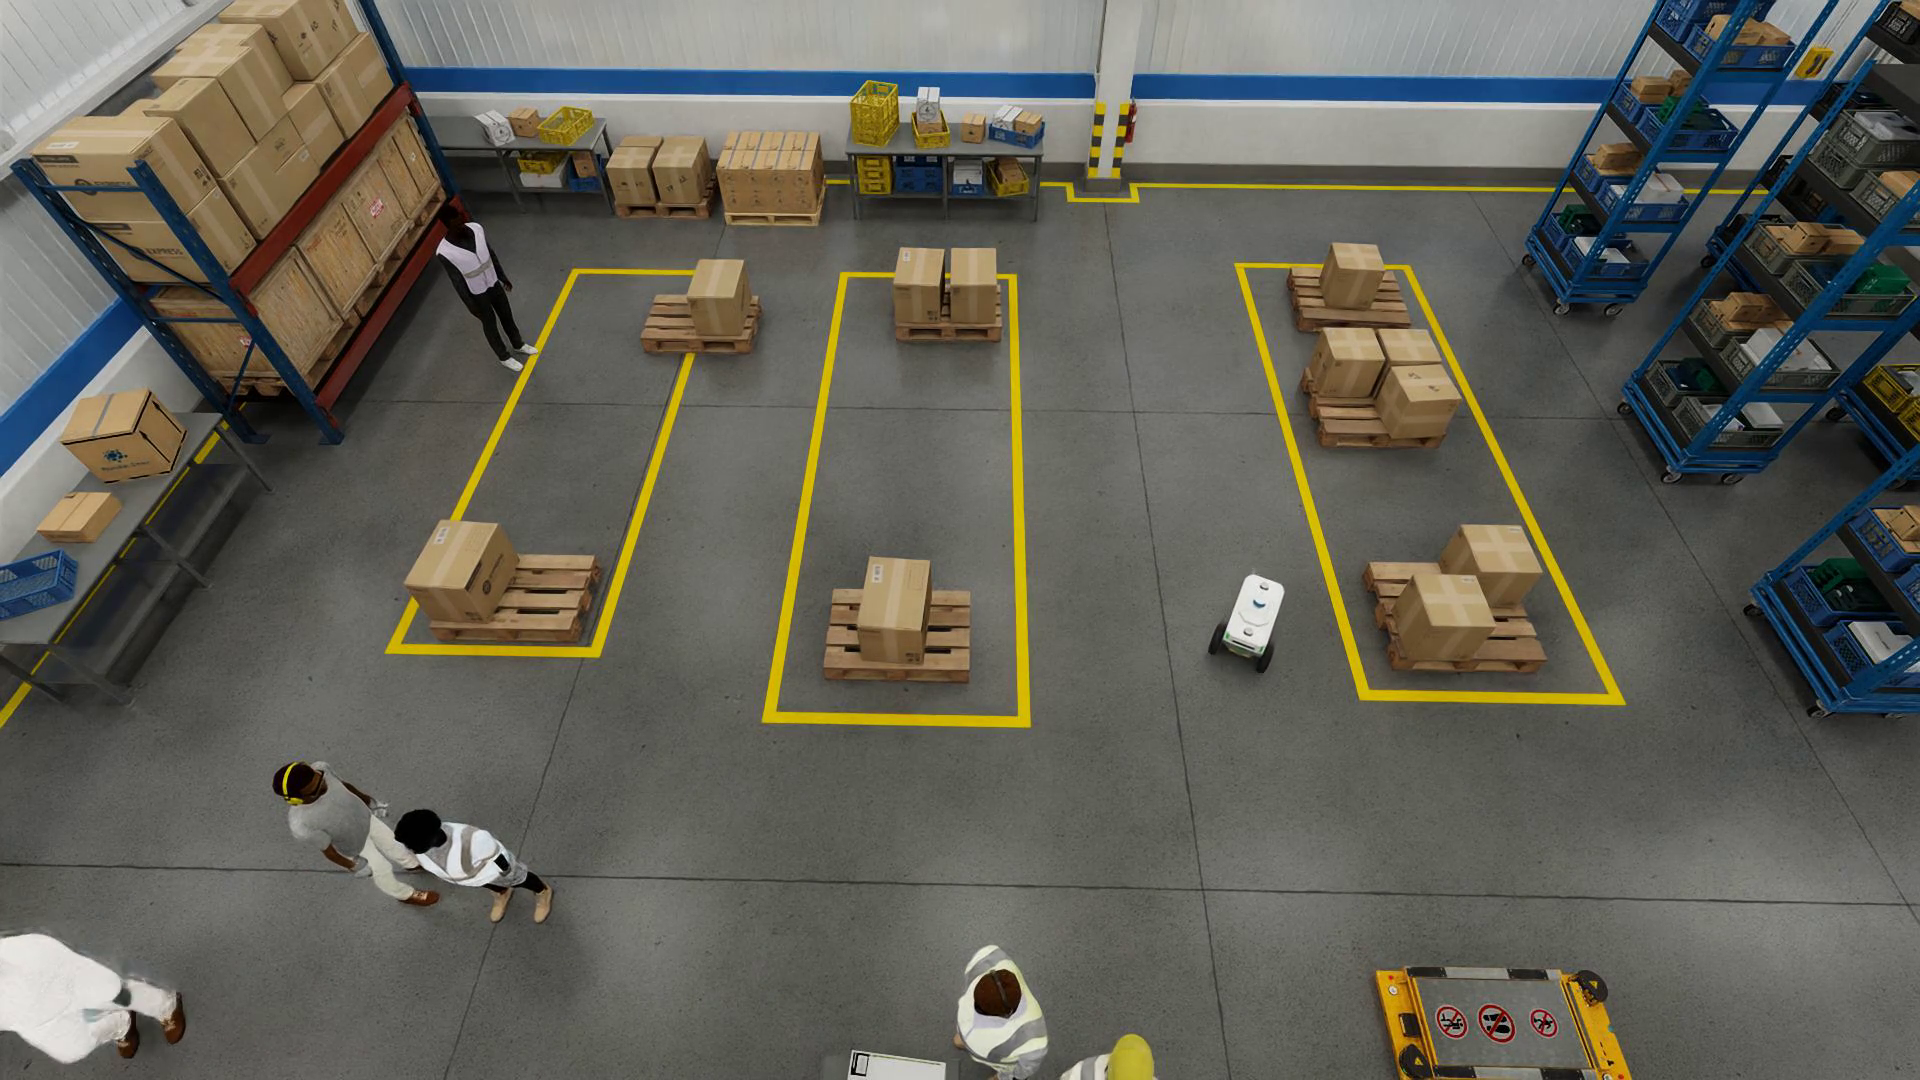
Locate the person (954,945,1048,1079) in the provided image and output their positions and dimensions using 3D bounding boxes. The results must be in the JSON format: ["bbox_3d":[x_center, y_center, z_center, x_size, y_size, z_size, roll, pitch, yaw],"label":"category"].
[{"bbox_3d":[0.197,2.772,5.202,0.429,1.842,0.636,-24,55,-19],"label":"person"}]

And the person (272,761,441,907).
[{"bbox_3d":[-3.864,1.891,5.914,0.334,1.859,0.517,-8,51,-7],"label":"person"}]

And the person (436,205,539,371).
[{"bbox_3d":[-4.982,-2.627,9.563,0.388,1.913,0.592,17,53,14],"label":"person"}]

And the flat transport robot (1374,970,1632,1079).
[{"bbox_3d":[3.501,3.133,5.914,1.431,0.197,0.652,1,51,1],"label":"flat transport robot"}]

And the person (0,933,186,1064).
[{"bbox_3d":[-5.212,2.646,5.283,0.653,1.883,0.463,-26,55,-20],"label":"person"}]

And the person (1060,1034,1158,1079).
[{"bbox_3d":[0.818,3.057,4.984,0.594,1.823,0.403,14,52,11],"label":"person"}]

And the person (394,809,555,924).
[{"bbox_3d":[-3.100,2.089,5.859,0.538,1.689,0.326,1,51,1],"label":"person"}]

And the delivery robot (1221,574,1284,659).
[{"bbox_3d":[2.471,0.635,7.710,0.477,0.478,0.707,21,54,16],"label":"delivery robot"}]
